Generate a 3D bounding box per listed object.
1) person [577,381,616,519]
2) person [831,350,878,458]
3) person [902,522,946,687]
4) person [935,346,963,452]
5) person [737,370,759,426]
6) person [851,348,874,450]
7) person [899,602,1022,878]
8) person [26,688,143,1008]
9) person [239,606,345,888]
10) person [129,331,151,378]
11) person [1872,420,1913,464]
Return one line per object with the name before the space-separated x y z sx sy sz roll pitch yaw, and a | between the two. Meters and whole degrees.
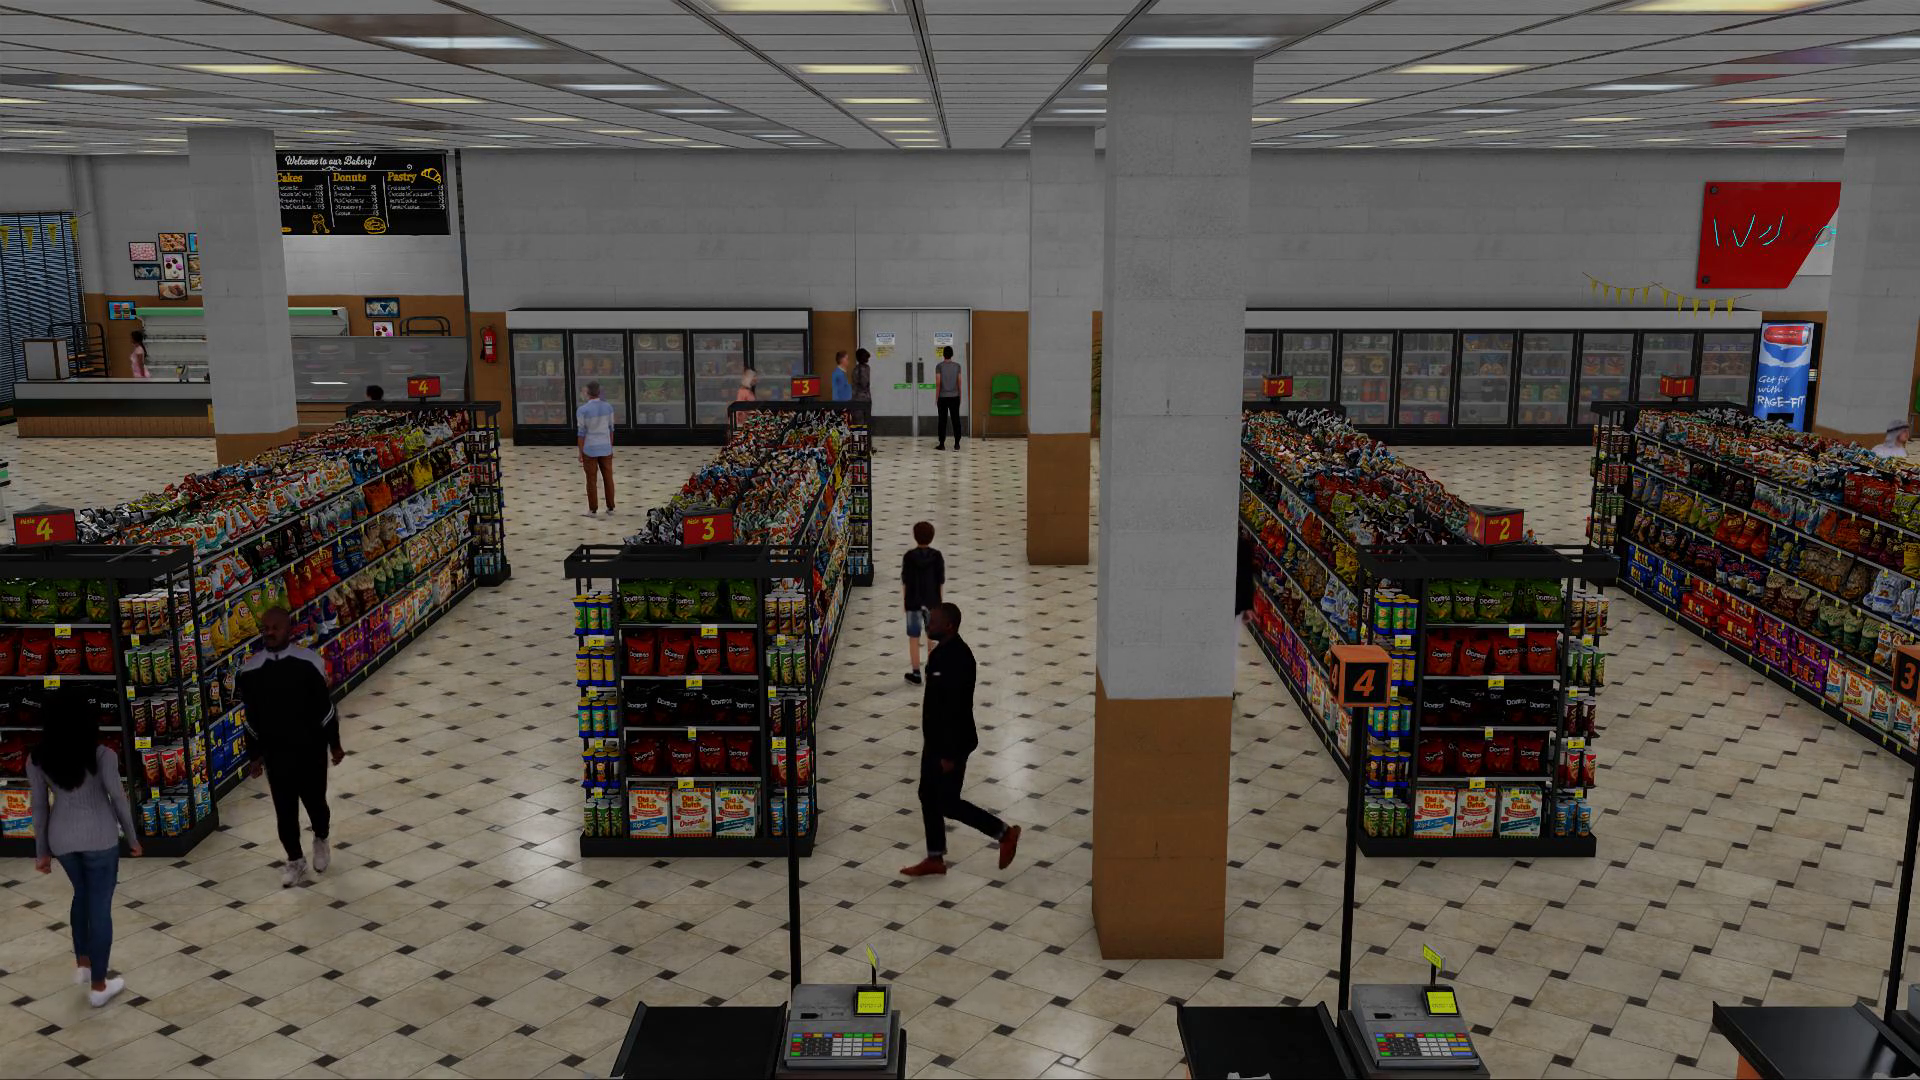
person | -4.859 -1.223 22.273 0.768 1.826 0.782 -8 14 -34
person | -1.980 -2.116 26.656 0.989 1.768 1.159 -4 13 -19
person | -0.332 0.571 14.731 0.572 1.423 0.731 -2 12 -9
person | -0.193 -2.398 28.024 0.670 1.755 0.640 -4 12 -16
person | -3.255 -1.724 24.968 0.869 1.696 0.685 -10 15 -39
person | -1.650 -2.375 28.016 0.737 1.714 0.658 9 15 35
person | 0.009 1.283 10.439 0.901 1.798 1.018 -3 12 -13
person | -4.700 1.662 8.827 0.617 1.720 0.590 1 12 3
person | -4.191 1.261 10.514 0.767 1.810 0.745 -1 12 -6
person | -15.278 -3.045 31.241 0.912 1.696 1.190 -4 13 -18
person | 9.892 -0.351 17.908 0.886 1.917 0.943 -8 14 -33
